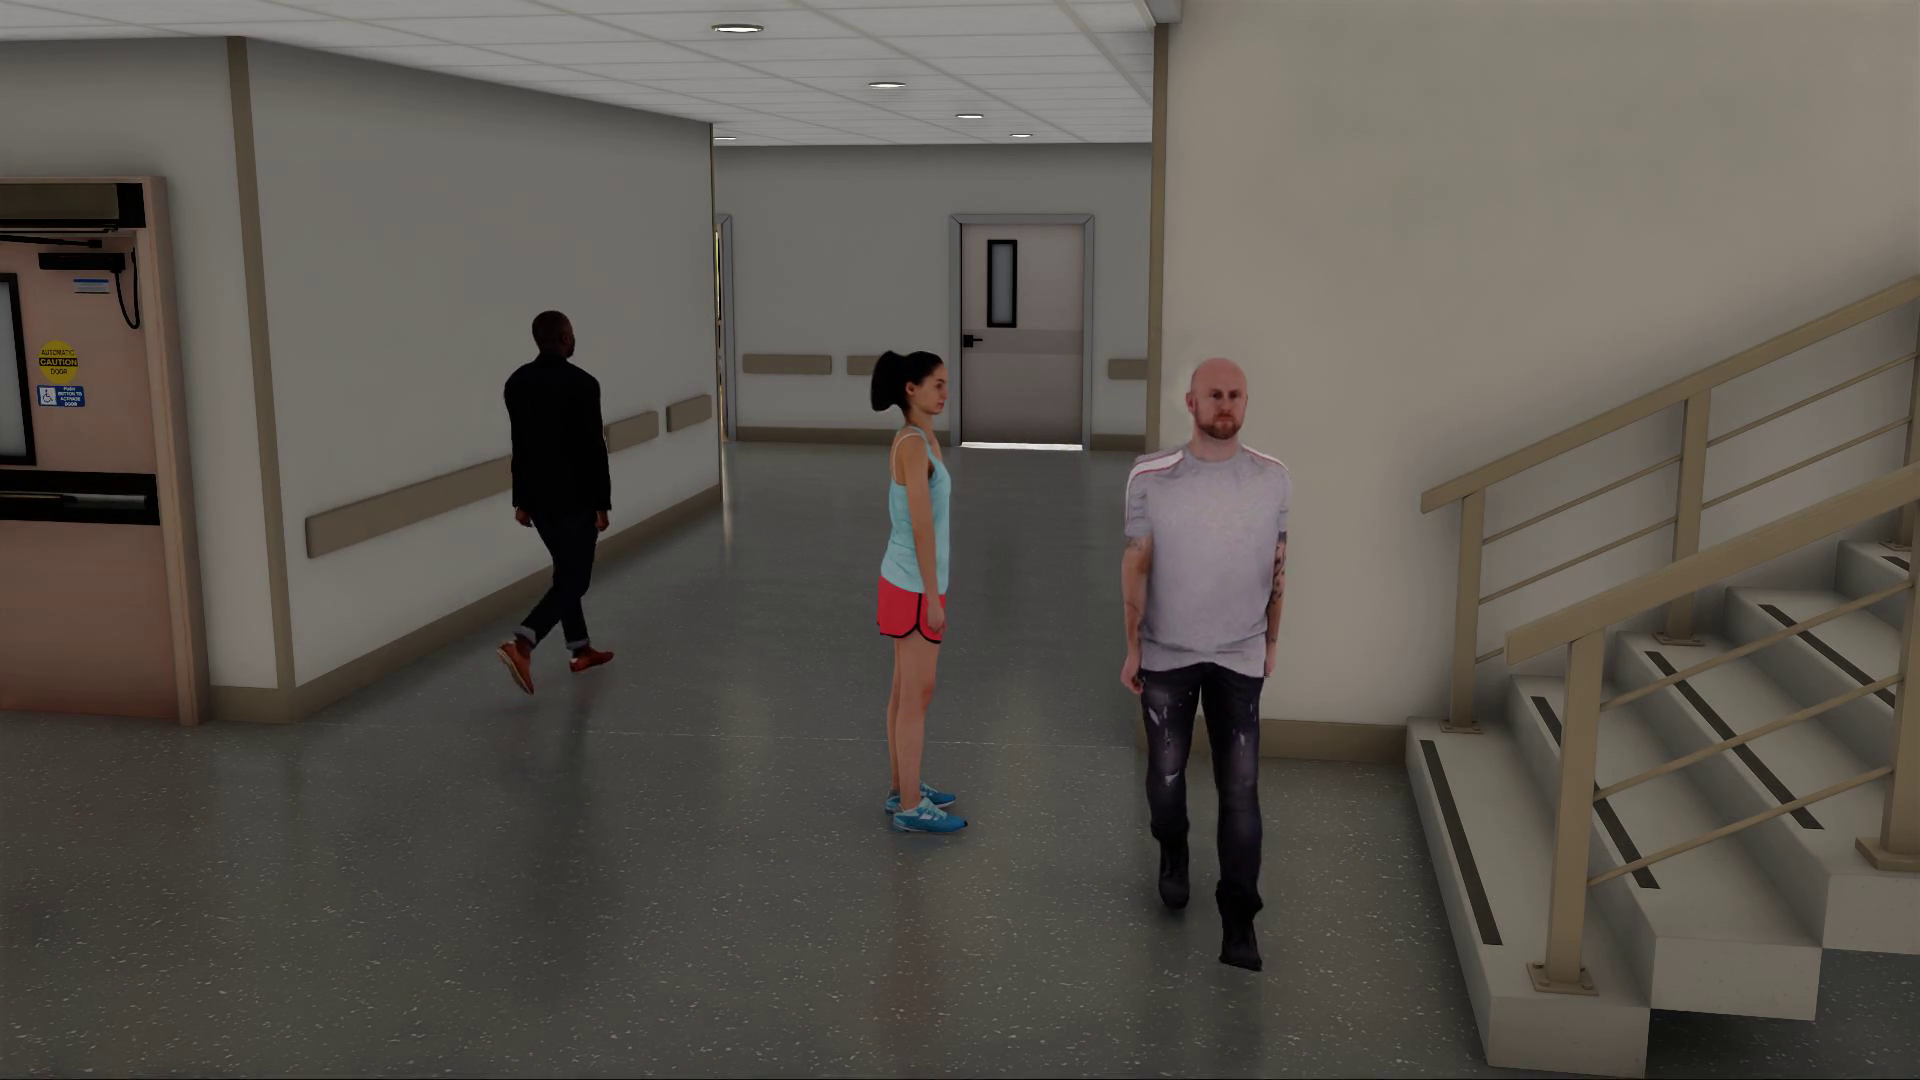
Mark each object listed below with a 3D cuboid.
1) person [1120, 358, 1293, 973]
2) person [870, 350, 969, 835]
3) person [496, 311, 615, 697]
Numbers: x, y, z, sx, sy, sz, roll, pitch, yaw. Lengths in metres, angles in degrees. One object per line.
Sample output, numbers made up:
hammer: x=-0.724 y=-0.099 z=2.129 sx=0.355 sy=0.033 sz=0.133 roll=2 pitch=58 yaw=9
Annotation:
person: x=0.737 y=0.357 z=5.187 sx=1.147 sy=1.783 sz=0.766 roll=1 pitch=11 yaw=6
person: x=-0.159 y=0.185 z=6.139 sx=0.641 sy=1.765 sz=0.649 roll=-1 pitch=11 yaw=-5
person: x=-1.949 y=-0.157 z=7.875 sx=1.167 sy=1.791 sz=1.009 roll=6 pitch=12 yaw=29
